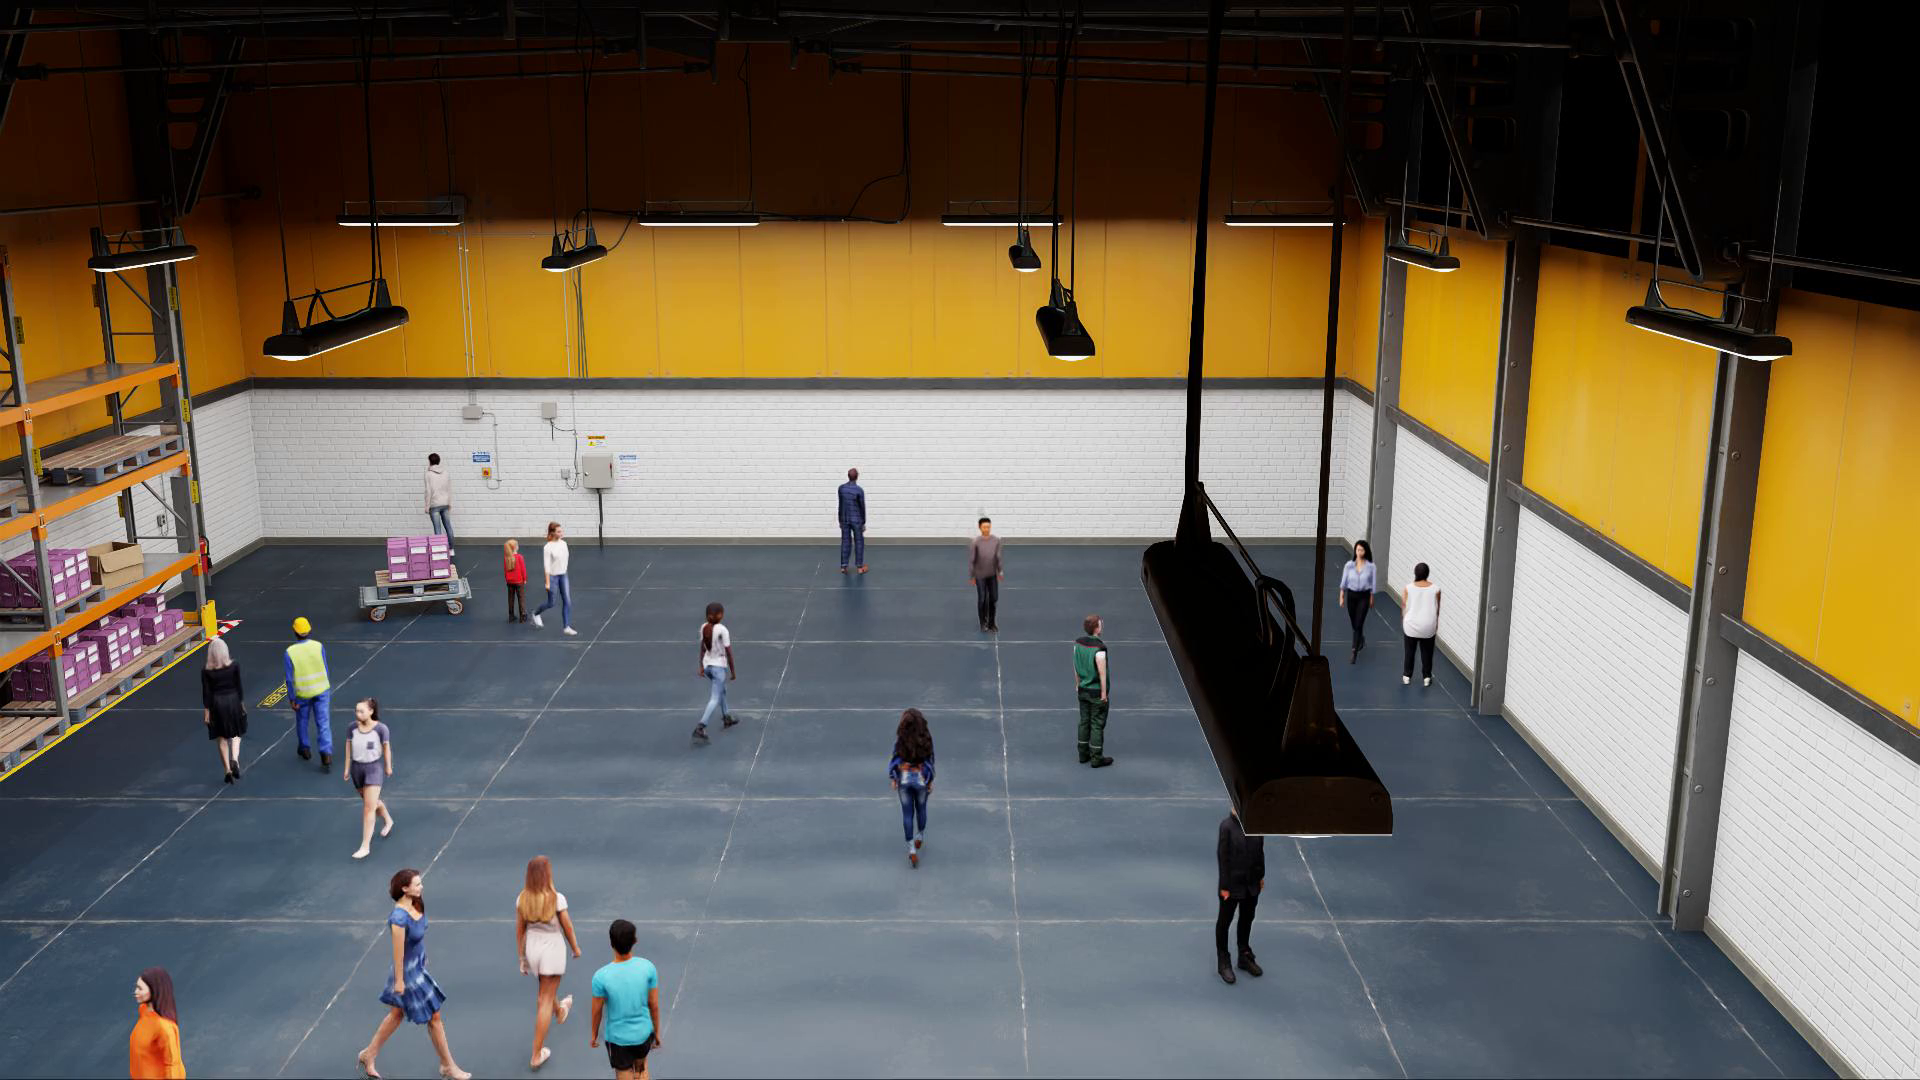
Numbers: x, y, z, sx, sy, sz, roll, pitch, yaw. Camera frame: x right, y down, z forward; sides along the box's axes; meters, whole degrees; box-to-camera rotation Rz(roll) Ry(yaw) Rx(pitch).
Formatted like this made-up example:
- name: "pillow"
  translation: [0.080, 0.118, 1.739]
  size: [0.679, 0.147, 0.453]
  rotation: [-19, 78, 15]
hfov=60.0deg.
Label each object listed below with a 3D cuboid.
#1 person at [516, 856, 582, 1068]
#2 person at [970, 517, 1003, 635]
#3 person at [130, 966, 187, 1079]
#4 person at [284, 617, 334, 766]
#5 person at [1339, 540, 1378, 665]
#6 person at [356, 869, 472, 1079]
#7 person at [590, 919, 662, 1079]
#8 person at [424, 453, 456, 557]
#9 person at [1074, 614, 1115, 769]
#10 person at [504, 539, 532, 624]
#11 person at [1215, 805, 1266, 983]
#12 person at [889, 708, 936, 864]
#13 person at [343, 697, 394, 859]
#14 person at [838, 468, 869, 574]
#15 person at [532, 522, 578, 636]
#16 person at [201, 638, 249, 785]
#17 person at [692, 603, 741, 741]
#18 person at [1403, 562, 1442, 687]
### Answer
- name: "person"
  translation: [-3.337, 3.380, 13.256]
  size: [0.750, 1.646, 1.153]
  rotation: [3, 14, 13]
- name: "person"
  translation: [0.371, 0.507, 24.901]
  size: [0.864, 1.751, 0.798]
  rotation: [0, 14, -1]
- name: "person"
  translation: [-5.506, 3.752, 11.502]
  size: [0.765, 1.748, 0.698]
  rotation: [-12, 18, -41]
- name: "person"
  translation: [-7.581, 1.800, 19.490]
  size: [0.991, 1.784, 1.160]
  rotation: [-8, 16, -30]
- name: "person"
  translation: [5.660, 0.857, 23.556]
  size: [0.987, 1.704, 1.252]
  rotation: [6, 15, 25]
- name: "person"
  translation: [-4.333, 3.410, 12.879]
  size: [0.779, 1.766, 1.076]
  rotation: [-1, 14, -4]
- name: "person"
  translation: [-2.362, 3.626, 11.998]
  size: [0.795, 1.761, 0.865]
  rotation: [-7, 15, -27]
- name: "person"
  translation: [-9.194, -0.619, 29.338]
  size: [0.820, 1.851, 0.730]
  rotation: [11, 17, 37]
- name: "person"
  translation: [1.565, 1.754, 19.556]
  size: [0.804, 1.843, 0.734]
  rotation: [-12, 18, -40]
- name: "person"
  translation: [-6.806, 0.619, 25.438]
  size: [0.535, 1.280, 0.532]
  rotation: [3, 14, 12]
- name: "person"
  translation: [2.457, 2.979, 14.640]
  size: [0.714, 1.775, 0.728]
  rotation: [-6, 15, -23]
- name: "person"
  translation: [-0.482, 2.508, 16.952]
  size: [0.637, 1.601, 0.866]
  rotation: [0, 14, -1]
- name: "person"
  translation: [-6.120, 2.419, 17.314]
  size: [0.772, 1.606, 1.119]
  rotation: [3, 14, 13]
- name: "person"
  translation: [-1.817, -0.343, 28.243]
  size: [0.818, 1.830, 0.963]
  rotation: [2, 14, 9]
- name: "person"
  translation: [-6.060, 0.578, 24.732]
  size: [1.037, 1.692, 1.085]
  rotation: [9, 16, 32]
- name: "person"
  translation: [-8.305, 1.973, 18.876]
  size: [0.829, 1.736, 0.945]
  rotation: [-9, 16, -32]
- name: "person"
  translation: [-3.047, 1.638, 20.382]
  size: [1.032, 1.678, 1.190]
  rotation: [10, 17, 35]
- name: "person"
  translation: [6.216, 1.123, 22.496]
  size: [0.727, 1.685, 0.713]
  rotation: [5, 14, 18]
